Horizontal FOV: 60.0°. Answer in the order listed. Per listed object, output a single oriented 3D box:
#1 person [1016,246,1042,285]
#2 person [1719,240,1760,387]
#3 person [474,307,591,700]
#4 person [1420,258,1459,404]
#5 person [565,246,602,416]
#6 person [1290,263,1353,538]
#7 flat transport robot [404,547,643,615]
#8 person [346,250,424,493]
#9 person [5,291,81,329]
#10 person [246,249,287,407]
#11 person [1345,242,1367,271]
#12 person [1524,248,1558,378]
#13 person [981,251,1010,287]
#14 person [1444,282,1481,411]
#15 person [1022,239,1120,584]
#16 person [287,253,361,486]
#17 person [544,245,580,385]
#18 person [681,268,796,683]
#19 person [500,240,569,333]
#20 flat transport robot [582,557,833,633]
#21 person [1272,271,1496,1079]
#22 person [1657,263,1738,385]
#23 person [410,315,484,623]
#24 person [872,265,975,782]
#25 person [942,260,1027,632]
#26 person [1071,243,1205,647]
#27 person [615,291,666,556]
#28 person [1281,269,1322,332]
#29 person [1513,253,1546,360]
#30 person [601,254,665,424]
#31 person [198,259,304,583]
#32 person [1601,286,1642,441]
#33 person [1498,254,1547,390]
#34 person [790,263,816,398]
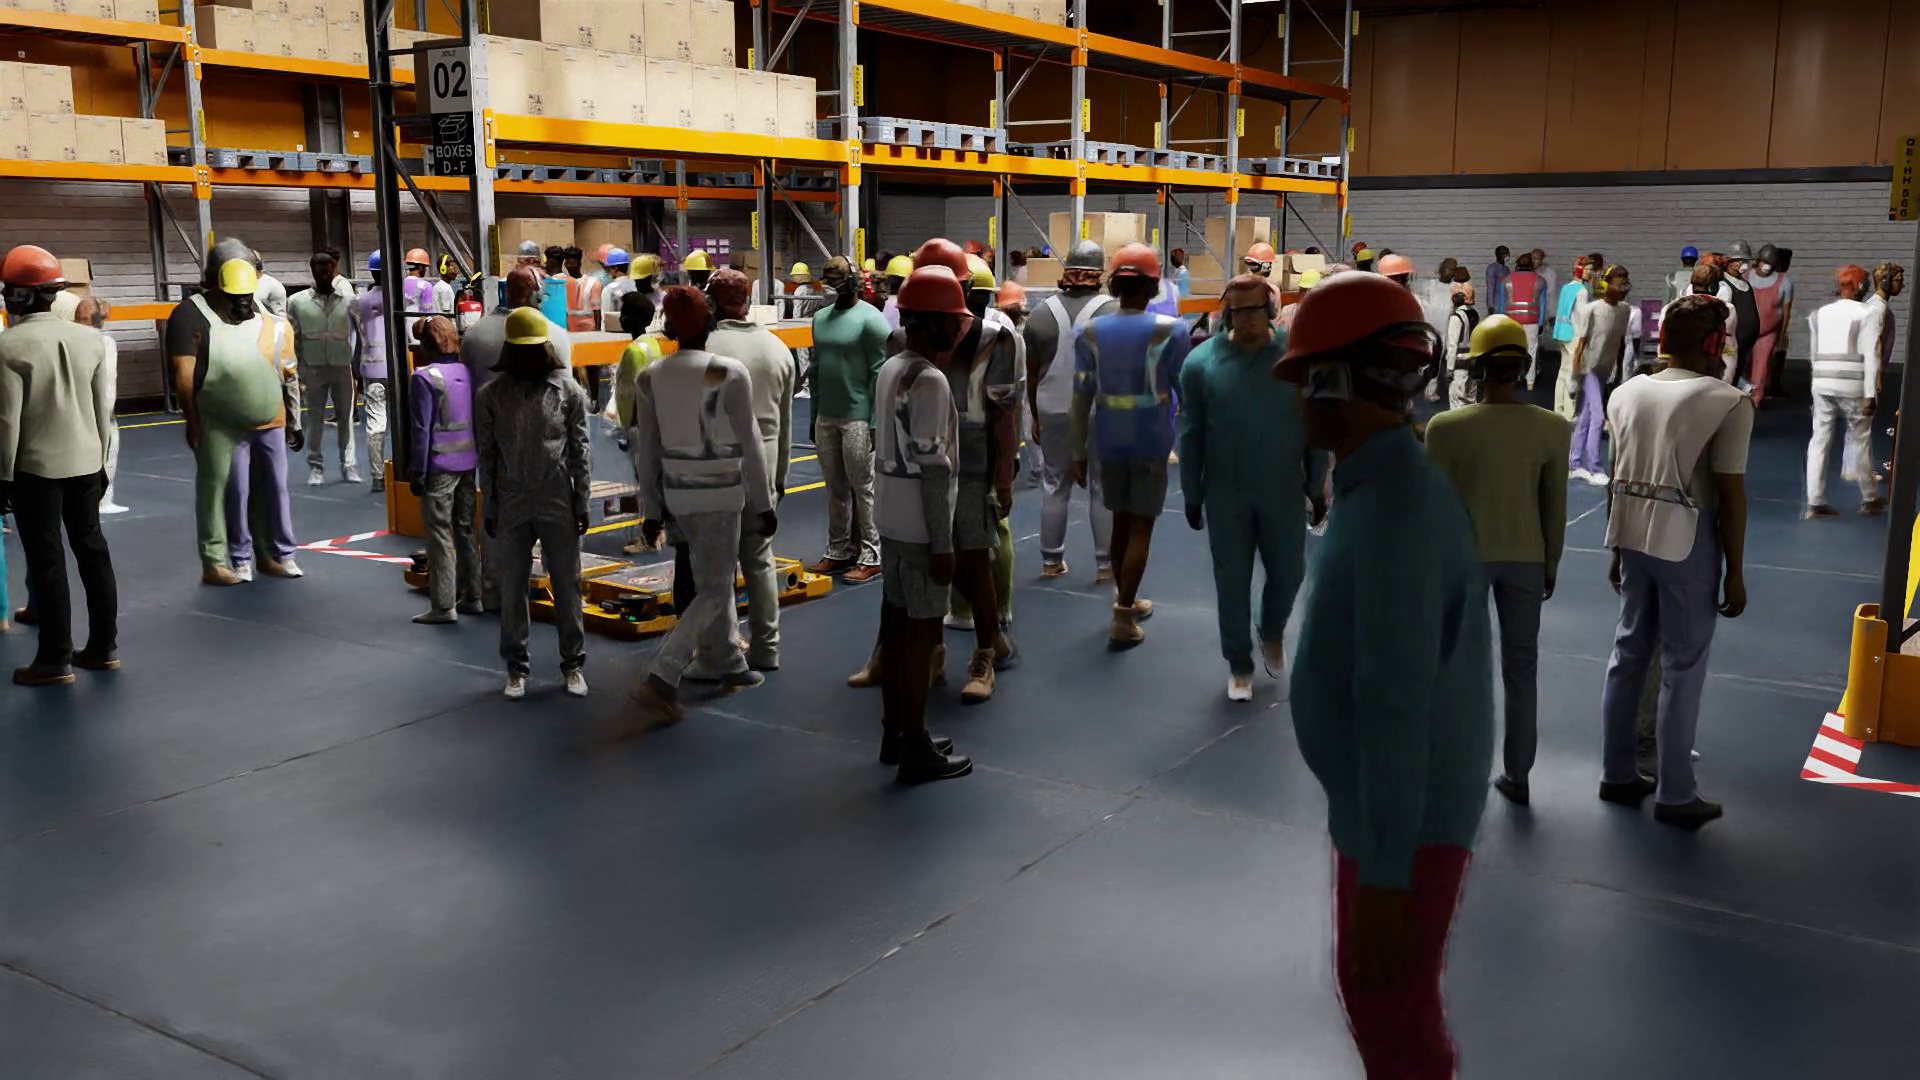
[{"bbox_3d":[0.943,-3.009,22.591,0.354,1.936,0.635,-3,11,-14],"label":"person"},{"bbox_3d":[7.815,-2.028,16.869,0.681,2.000,0.535,-7,13,-36],"label":"person"},{"bbox_3d":[-1.867,-0.153,7.323,0.485,1.737,0.321,-2,10,-11],"label":"person"},{"bbox_3d":[5.937,-2.583,20.614,0.542,1.795,0.850,1,10,4],"label":"person"},{"bbox_3d":[-4.390,-2.391,19.124,0.599,1.958,0.374,2,10,9],"label":"person"},{"bbox_3d":[2.484,-0.955,11.435,0.563,1.911,0.682,9,14,42],"label":"person"},{"bbox_3d":[-2.478,0.194,9.462,1.431,0.197,0.652,8,13,39],"label":"flat transport robot"},{"bbox_3d":[-4.574,-1.342,13.326,0.601,1.948,0.386,1,10,4],"label":"person"},{"bbox_3d":[-7.271,-1.322,13.307,0.417,1.910,0.628,8,13,38],"label":"person"},{"bbox_3d":[-7.235,-2.026,17.159,0.627,1.934,0.371,3,11,14],"label":"person"},{"bbox_3d":[6.832,-4.127,28.661,0.612,1.986,0.407,-4,11,-23],"label":"person"},{"bbox_3d":[8.333,-3.283,24.207,0.505,1.891,0.667,-2,10,-12],"label":"person"},{"bbox_3d":[0.377,-2.817,21.688,0.577,1.880,0.354,2,10,11],"label":"person"},{"bbox_3d":[4.748,-1.617,15.736,0.318,1.630,0.522,9,13,40],"label":"person"},{"bbox_3d":[0.732,-0.763,9.859,0.688,2.000,0.537,4,11,21],"label":"person"},{"bbox_3d":[-5.253,-1.415,13.816,0.597,1.914,0.373,-6,12,-28],"label":"person"},{"bbox_3d":[-4.521,-2.342,18.812,0.362,1.963,0.614,3,11,19],"label":"person"},{"bbox_3d":[-1.061,-0.298,7.701,0.400,1.894,0.653,9,14,42],"label":"person"},{"bbox_3d":[-4.153,-1.902,16.170,0.682,2.000,0.536,-4,11,-20],"label":"person"},{"bbox_3d":[-1.427,0.256,9.119,0.652,0.197,1.431,8,13,39],"label":"flat transport robot"},{"bbox_3d":[0.763,0.514,3.009,0.445,1.970,0.781,2,10,10],"label":"person"},{"bbox_3d":[5.742,-1.221,12.952,0.430,1.843,0.624,-7,12,-35],"label":"person"},{"bbox_3d":[-2.726,-0.375,8.853,0.312,1.632,0.527,3,11,16],"label":"person"},{"bbox_3d":[-0.130,-0.059,6.270,0.388,1.930,0.544,-4,11,-19],"label":"person"},{"bbox_3d":[0.072,-0.486,8.671,0.595,1.919,0.398,-7,12,-34],"label":"person"},{"bbox_3d":[0.891,-0.488,8.429,0.625,2.007,0.824,6,12,29],"label":"person"},{"bbox_3d":[-2.057,-0.750,10.739,0.315,1.696,0.541,0,10,0],"label":"person"},{"bbox_3d":[3.149,-1.574,15.121,0.526,1.765,0.329,-2,10,-9],"label":"person"},{"bbox_3d":[9.344,-3.845,27.580,0.602,1.807,0.795,-5,11,-26],"label":"person"},{"bbox_3d":[-3.405,-2.116,17.821,1.000,1.881,0.735,-1,10,-6],"label":"person"},{"bbox_3d":[-4.212,-0.700,9.871,0.591,1.913,0.394,-7,13,-36],"label":"person"},{"bbox_3d":[6.619,-1.847,16.948,0.551,1.634,0.915,7,12,35],"label":"person"},{"bbox_3d":[7.621,-2.950,22.571,0.624,1.835,0.431,4,11,19],"label":"person"},{"bbox_3d":[-2.016,-2.699,21.450,0.342,1.736,0.484,4,11,21],"label":"person"}]
